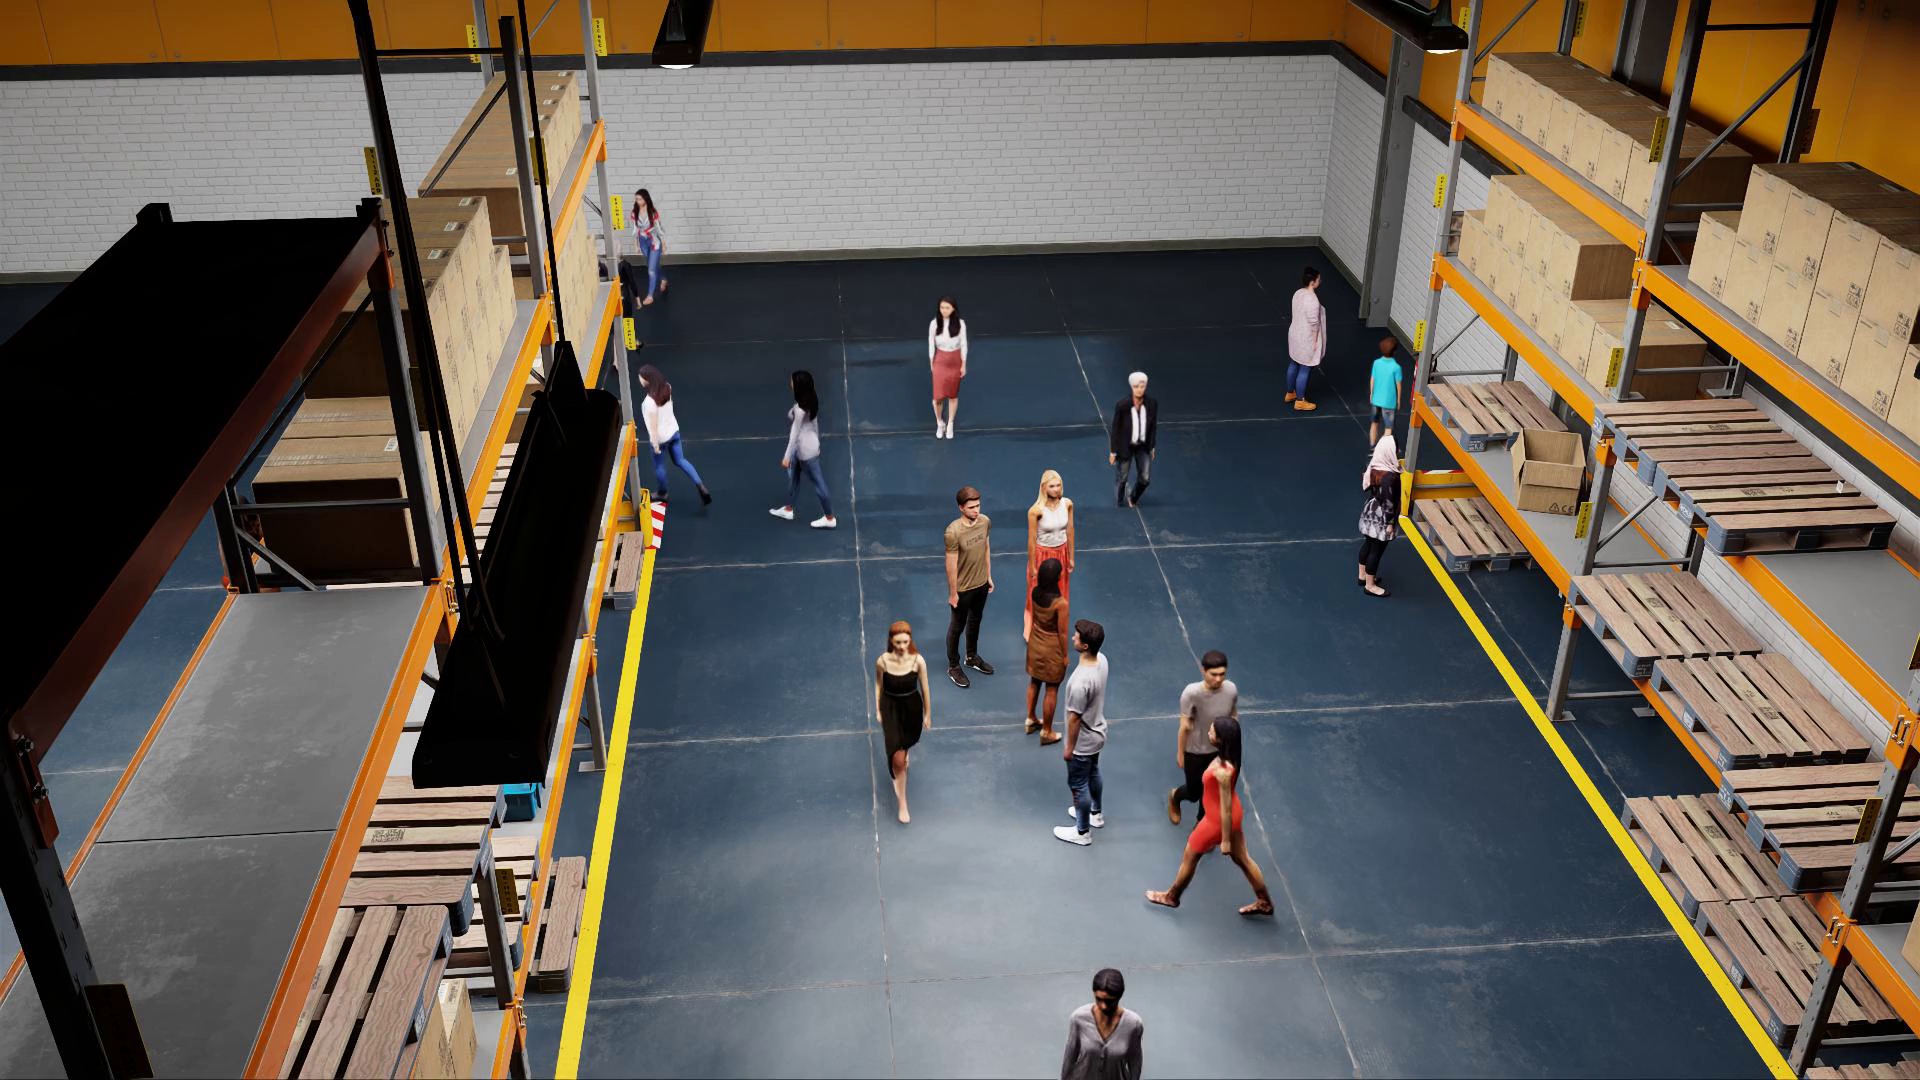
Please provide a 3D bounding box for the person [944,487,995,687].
[{"bbox_3d":[0.073,0.370,14.493,0.747,1.852,0.782,-25,37,-38],"label":"person"}]

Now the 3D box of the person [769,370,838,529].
[{"bbox_3d":[-1.458,-0.890,16.954,0.817,1.708,0.958,2,29,4],"label":"person"}]

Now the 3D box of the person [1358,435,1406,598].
[{"bbox_3d":[4.004,-0.250,15.855,0.672,1.637,0.539,-2,29,-4],"label":"person"}]

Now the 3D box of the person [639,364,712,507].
[{"bbox_3d":[-2.992,-1.029,17.273,1.066,1.646,1.098,17,33,28],"label":"person"}]

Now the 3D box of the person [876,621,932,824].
[{"bbox_3d":[-0.453,1.315,13.044,0.566,1.581,1.108,-2,29,-4],"label":"person"}]

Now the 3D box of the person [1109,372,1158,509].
[{"bbox_3d":[1.753,-0.986,17.451,0.736,1.766,0.596,-3,29,-6],"label":"person"}]

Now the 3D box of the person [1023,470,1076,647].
[{"bbox_3d":[0.798,0.177,14.898,0.697,1.803,0.698,-13,31,-23],"label":"person"}]

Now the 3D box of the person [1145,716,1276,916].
[{"bbox_3d":[1.928,2.003,11.690,0.966,1.670,1.167,9,30,15],"label":"person"}]

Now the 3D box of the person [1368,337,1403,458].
[{"bbox_3d":[4.705,-1.566,18.447,0.710,1.464,0.763,26,38,38],"label":"person"}]

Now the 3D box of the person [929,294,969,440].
[{"bbox_3d":[-0.113,-1.984,18.925,0.647,1.740,0.652,3,29,5],"label":"person"}]

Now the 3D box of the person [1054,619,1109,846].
[{"bbox_3d":[0.944,1.436,12.501,0.805,1.887,0.669,10,30,17],"label":"person"}]

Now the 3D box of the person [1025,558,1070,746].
[{"bbox_3d":[0.721,0.905,13.688,0.701,1.683,0.606,-21,35,-33],"label":"person"}]

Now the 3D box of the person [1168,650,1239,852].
[{"bbox_3d":[1.833,1.518,12.541,0.684,1.706,0.818,-6,29,-12],"label":"person"}]

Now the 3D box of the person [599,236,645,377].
[{"bbox_3d":[-4.243,-2.867,20.578,0.964,1.708,1.205,10,30,18],"label":"person"}]

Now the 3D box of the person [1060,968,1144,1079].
[{"bbox_3d":[0.819,3.111,9.565,0.697,1.758,0.741,7,29,12],"label":"person"}]

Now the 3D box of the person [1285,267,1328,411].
[{"bbox_3d":[4.081,-2.403,19.691,0.787,1.743,0.619,-7,29,-13],"label":"person"}]

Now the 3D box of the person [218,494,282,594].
[{"bbox_3d":[-6.199,0.368,14.635,0.757,1.719,0.717,-12,31,-21],"label":"person"}]

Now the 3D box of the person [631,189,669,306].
[{"bbox_3d":[-4.231,-4.095,22.978,0.875,1.566,1.146,7,29,13],"label":"person"}]
